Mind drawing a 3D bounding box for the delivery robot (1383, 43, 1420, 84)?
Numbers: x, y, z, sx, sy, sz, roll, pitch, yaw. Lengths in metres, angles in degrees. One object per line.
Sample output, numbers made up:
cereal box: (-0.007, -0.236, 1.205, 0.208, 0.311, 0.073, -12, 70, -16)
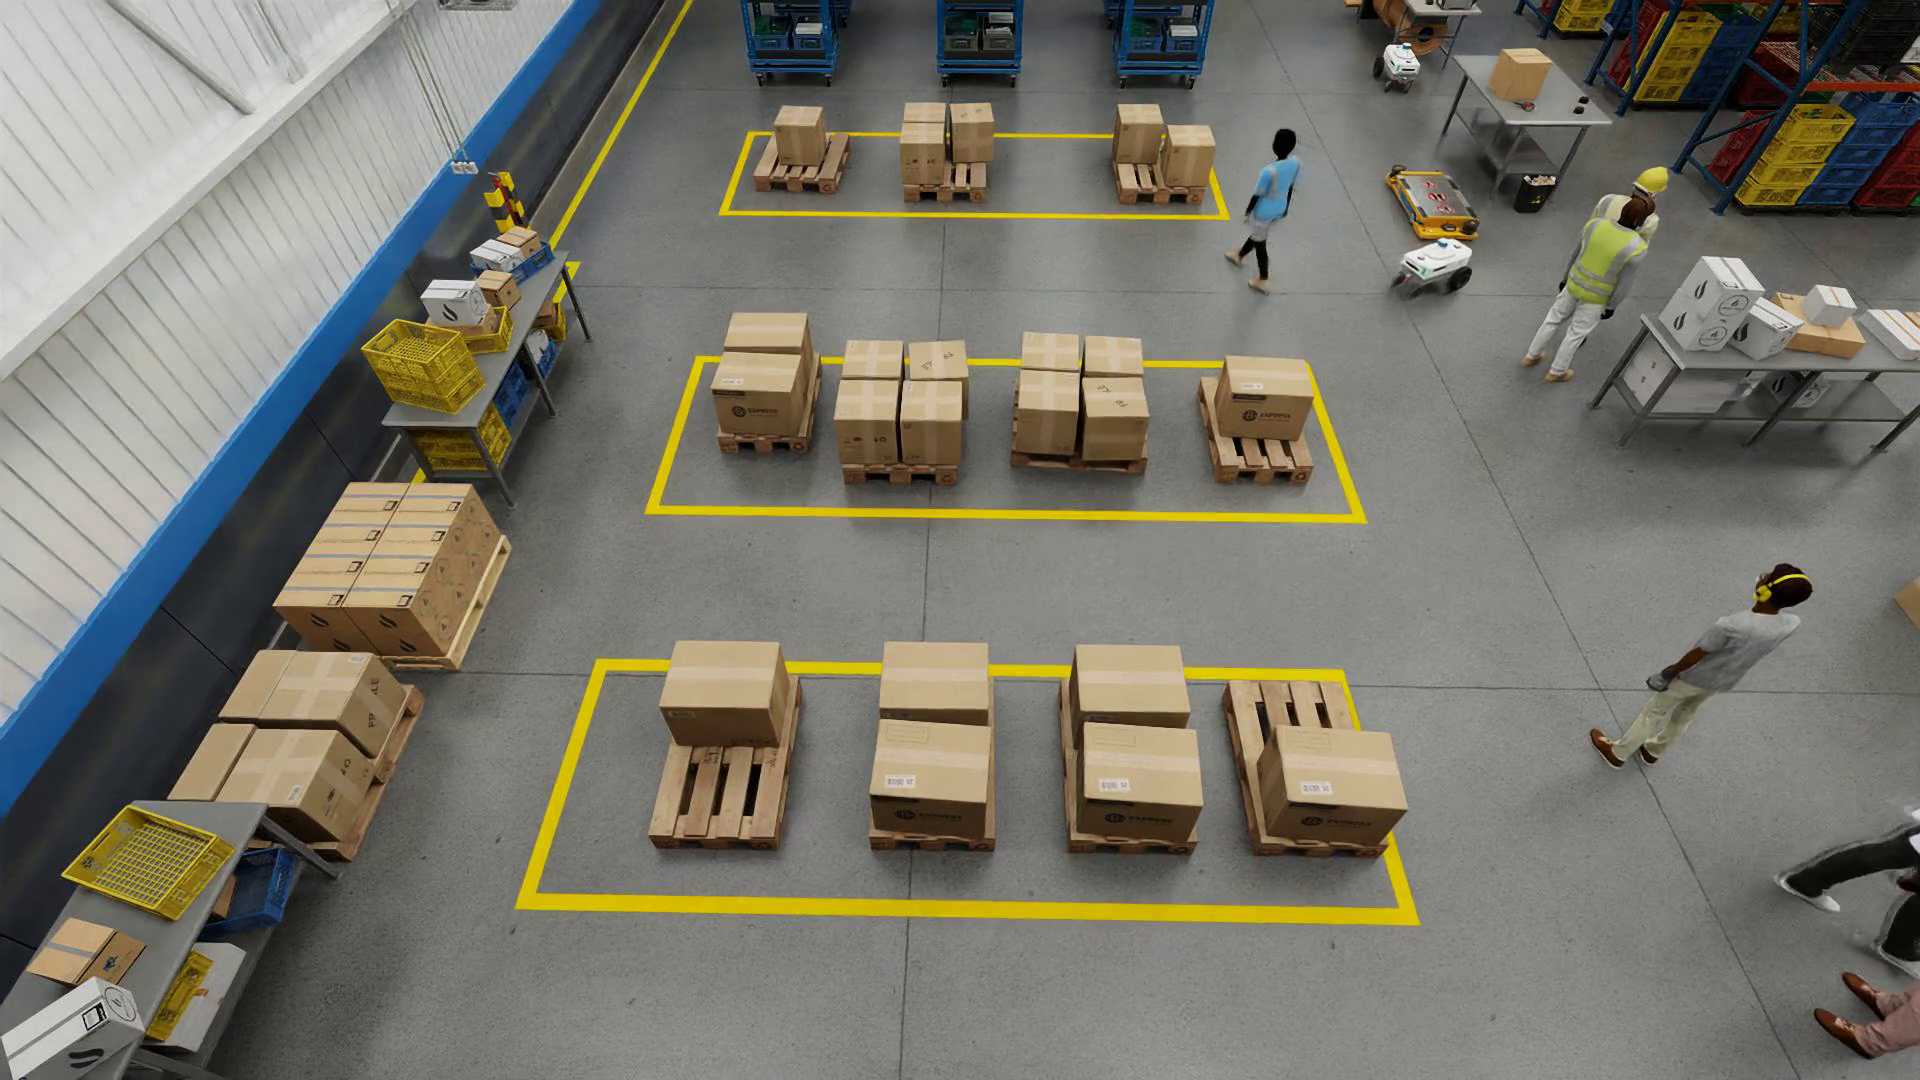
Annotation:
delivery robot: (6.383, -6.916, 13.255, 0.477, 0.478, 0.707, 2, 49, 2)

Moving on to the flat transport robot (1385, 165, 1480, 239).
flat transport robot: (5.692, -4.094, 11.059, 0.652, 0.197, 1.431, 1, 49, 1)

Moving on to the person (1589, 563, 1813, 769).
person: (4.638, 0.839, 5.750, 0.515, 1.863, 0.353, -4, 49, -3)

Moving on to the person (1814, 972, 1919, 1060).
person: (5.180, 2.137, 4.597, 0.637, 1.900, 0.402, -27, 54, -21)

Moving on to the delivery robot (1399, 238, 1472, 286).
delivery robot: (5.126, -3.013, 9.876, 0.707, 0.478, 0.477, -20, 52, -16)

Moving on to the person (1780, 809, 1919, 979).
person: (5.492, 1.750, 4.939, 0.846, 1.887, 0.598, 29, 55, 23)

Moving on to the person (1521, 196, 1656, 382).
person: (5.829, -2.306, 8.480, 0.429, 1.844, 0.627, -20, 52, -16)

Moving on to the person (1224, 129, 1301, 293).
person: (3.204, -3.484, 9.621, 0.544, 1.659, 0.790, -29, 55, -23)

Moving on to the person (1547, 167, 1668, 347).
person: (6.213, -2.701, 8.827, 0.404, 1.832, 0.600, -23, 53, -19)
